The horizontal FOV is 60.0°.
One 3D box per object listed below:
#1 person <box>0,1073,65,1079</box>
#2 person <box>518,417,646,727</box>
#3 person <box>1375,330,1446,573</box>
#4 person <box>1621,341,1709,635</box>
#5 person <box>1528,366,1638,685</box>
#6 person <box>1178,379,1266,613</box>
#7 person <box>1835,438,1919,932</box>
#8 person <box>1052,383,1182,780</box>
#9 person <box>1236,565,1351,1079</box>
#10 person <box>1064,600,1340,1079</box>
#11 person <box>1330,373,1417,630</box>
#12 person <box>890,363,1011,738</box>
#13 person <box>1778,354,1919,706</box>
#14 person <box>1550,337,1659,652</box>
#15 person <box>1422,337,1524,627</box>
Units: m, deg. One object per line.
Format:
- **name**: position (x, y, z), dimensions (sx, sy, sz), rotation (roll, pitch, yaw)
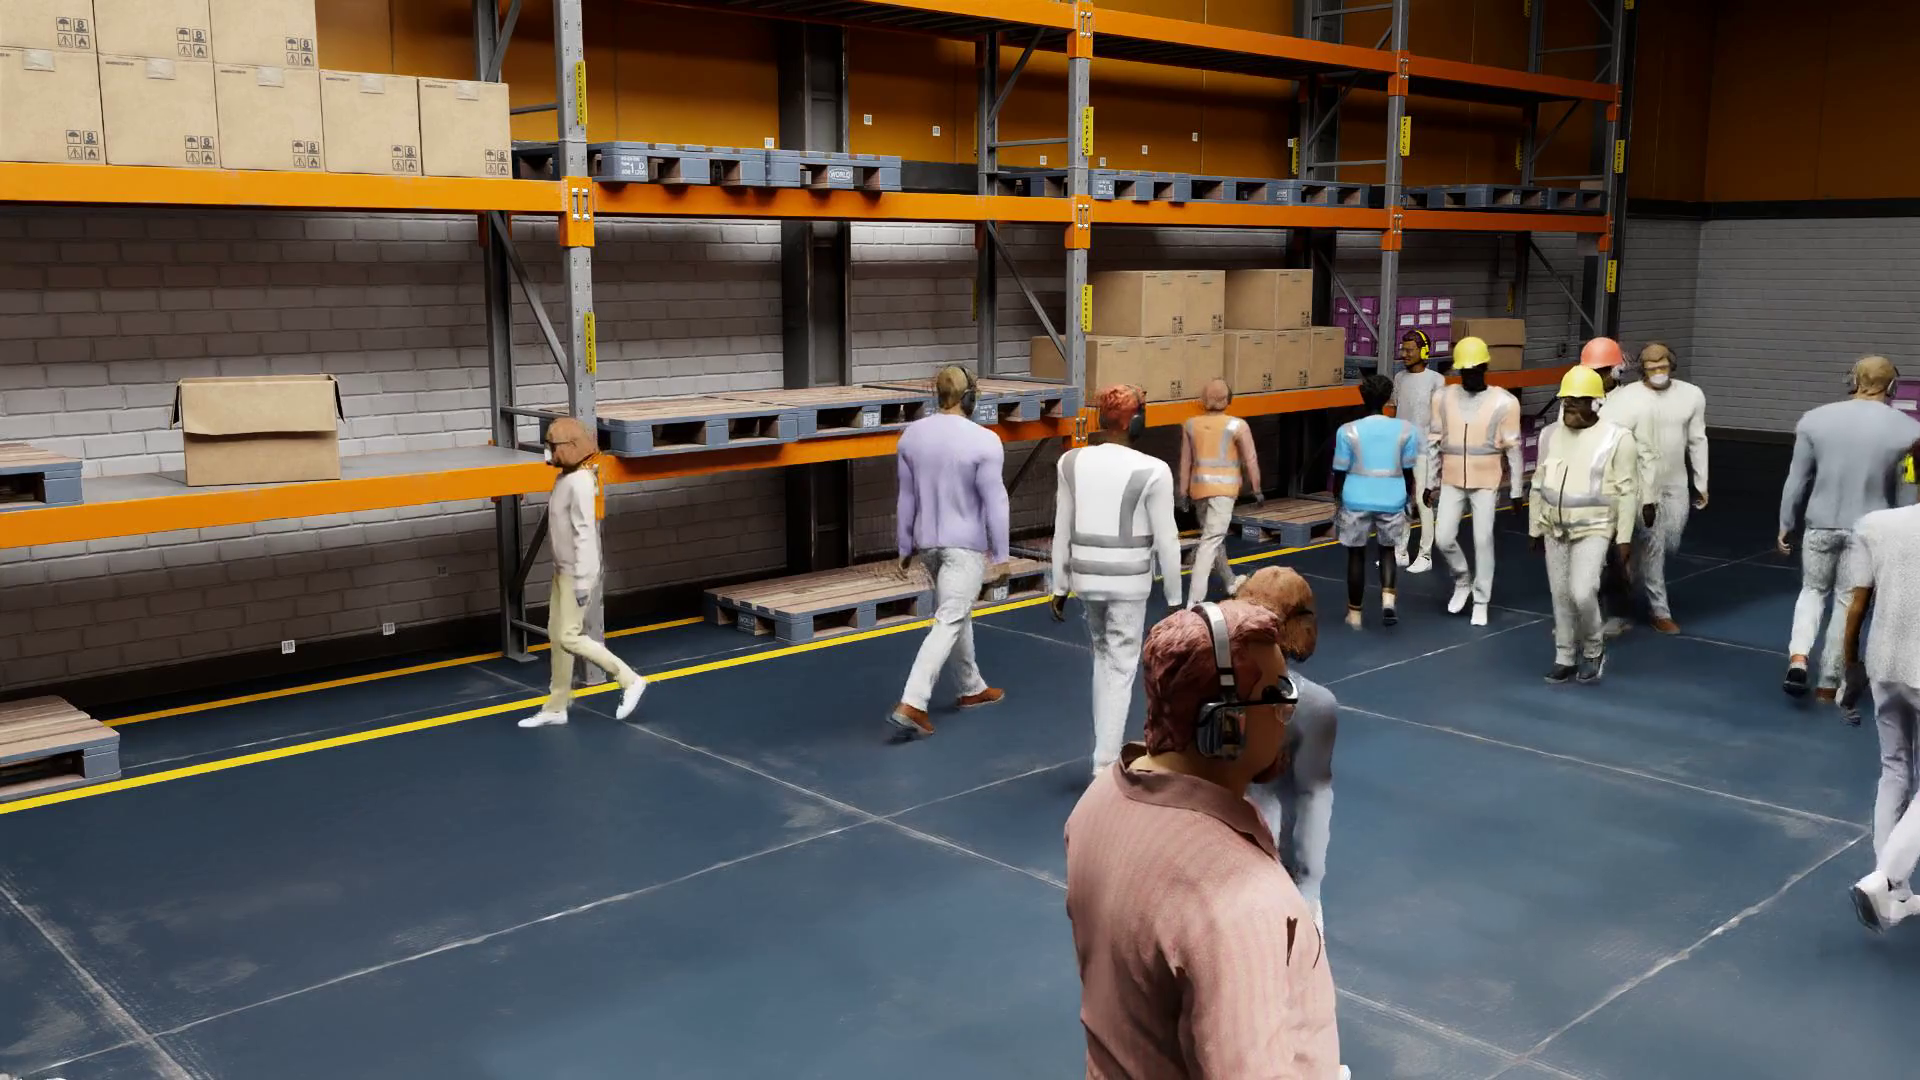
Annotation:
- **person**: position (-2.933, 0.755, 4.366), dimensions (0.870, 1.897, 0.597), rotation (-9, 13, -43)
- **person**: position (-1.980, 0.174, 8.553), dimensions (0.590, 1.621, 0.518), rotation (-4, 11, -23)
- **person**: position (3.501, -0.681, 12.833), dimensions (0.309, 1.868, 0.535), rotation (-6, 12, -33)
- **person**: position (4.535, -0.371, 10.939), dimensions (0.666, 1.896, 0.807), rotation (-1, 10, -4)
- **person**: position (3.468, -0.069, 9.373), dimensions (0.422, 1.820, 0.619), rotation (-8, 12, -39)
- **person**: position (1.799, -0.307, 11.448), dimensions (0.525, 1.586, 0.894), rotation (9, 13, 42)
- **person**: position (3.383, 0.515, 5.905), dimensions (0.576, 1.846, 0.549), rotation (-8, 13, -40)
- **person**: position (0.761, 0.211, 7.614), dimensions (0.599, 1.860, 0.655), rotation (7, 12, 36)
- **person**: position (0.854, 0.857, 4.609), dimensions (0.501, 1.601, 0.735), rotation (8, 12, 38)
- **person**: position (0.397, 1.035, 2.671), dimensions (0.410, 1.909, 0.643), rotation (-3, 10, -15)
- **person**: position (2.661, -0.234, 10.734), dimensions (0.548, 1.680, 0.393), rotation (0, 10, 3)
- **person**: position (-0.068, 0.037, 8.562), dimensions (0.646, 1.900, 1.000), rotation (8, 12, 38)
- **person**: position (4.769, -0.035, 8.928), dimensions (0.667, 1.910, 0.495), rotation (7, 12, 37)
- **person**: position (3.989, -0.293, 10.380), dimensions (1.078, 1.925, 0.595), rotation (-7, 12, -36)
- **person**: position (3.375, -0.378, 10.945), dimensions (0.694, 1.905, 0.423), rotation (6, 11, 32)
